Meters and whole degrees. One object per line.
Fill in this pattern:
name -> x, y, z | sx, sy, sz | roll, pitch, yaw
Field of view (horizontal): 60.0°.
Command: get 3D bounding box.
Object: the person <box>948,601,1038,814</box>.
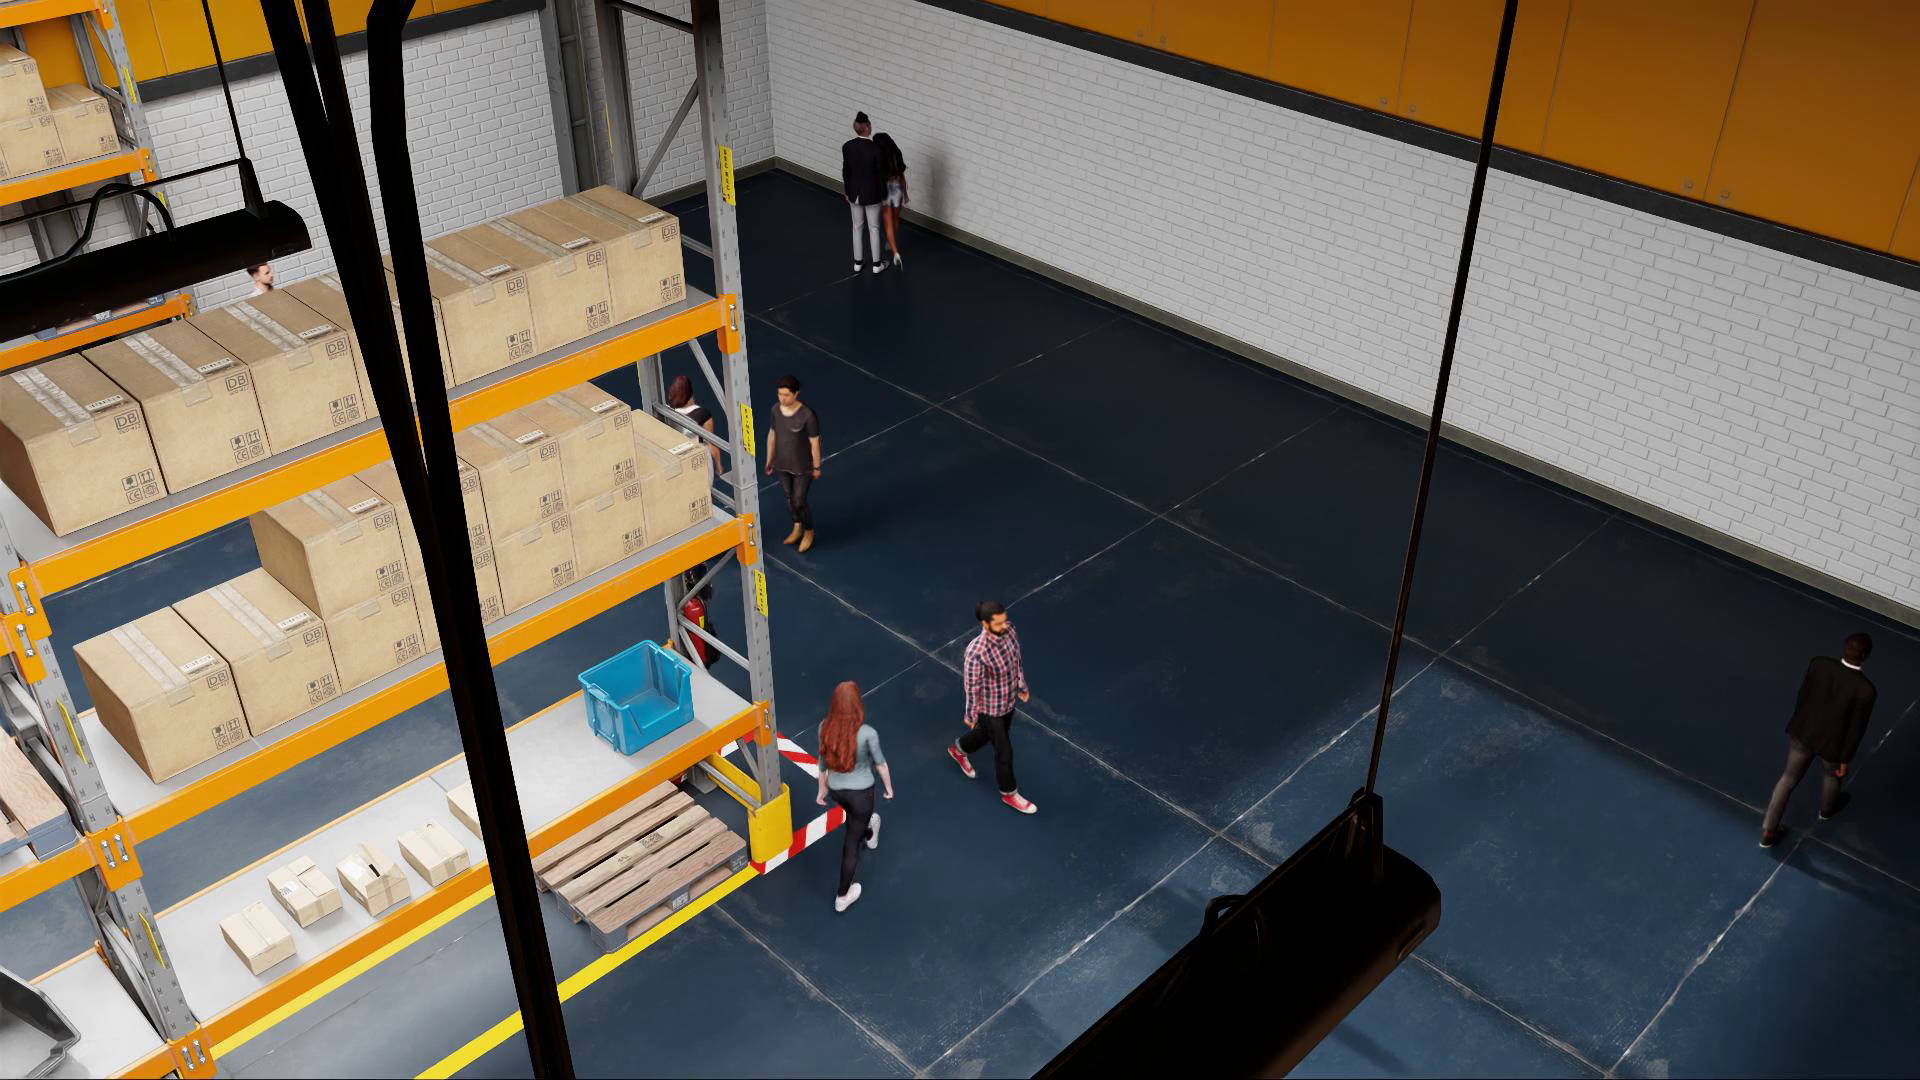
person -> 0.198, 1.117, 11.942 | 0.922, 1.754, 1.077 | 18, 38, 25

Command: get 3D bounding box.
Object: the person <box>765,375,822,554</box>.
person -> -1.435, -0.741, 14.781 | 0.673, 1.705, 0.638 | 21, 39, 29

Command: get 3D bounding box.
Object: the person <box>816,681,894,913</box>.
person -> -0.758, 1.751, 11.037 | 0.931, 1.701, 1.167 | 12, 35, 17

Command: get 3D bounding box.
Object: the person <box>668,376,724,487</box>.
person -> -2.304, -0.614, 14.529 | 0.786, 1.773, 0.936 | 20, 38, 27

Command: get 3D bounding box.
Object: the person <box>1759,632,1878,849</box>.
person -> 5.879, 1.422, 11.472 | 1.144, 1.766, 0.826 | -20, 39, -28

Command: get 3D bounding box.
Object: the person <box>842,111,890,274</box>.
person -> -1.122, -4.108, 19.620 | 0.790, 1.956, 0.766 | 11, 35, 16

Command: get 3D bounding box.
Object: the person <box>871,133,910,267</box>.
person -> -0.817, -4.022, 19.836 | 0.983, 1.574, 0.921 | -13, 36, -18

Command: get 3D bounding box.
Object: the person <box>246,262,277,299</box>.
person -> -6.805, -1.947, 16.497 | 0.795, 1.815, 0.743 | -1, 34, -2
